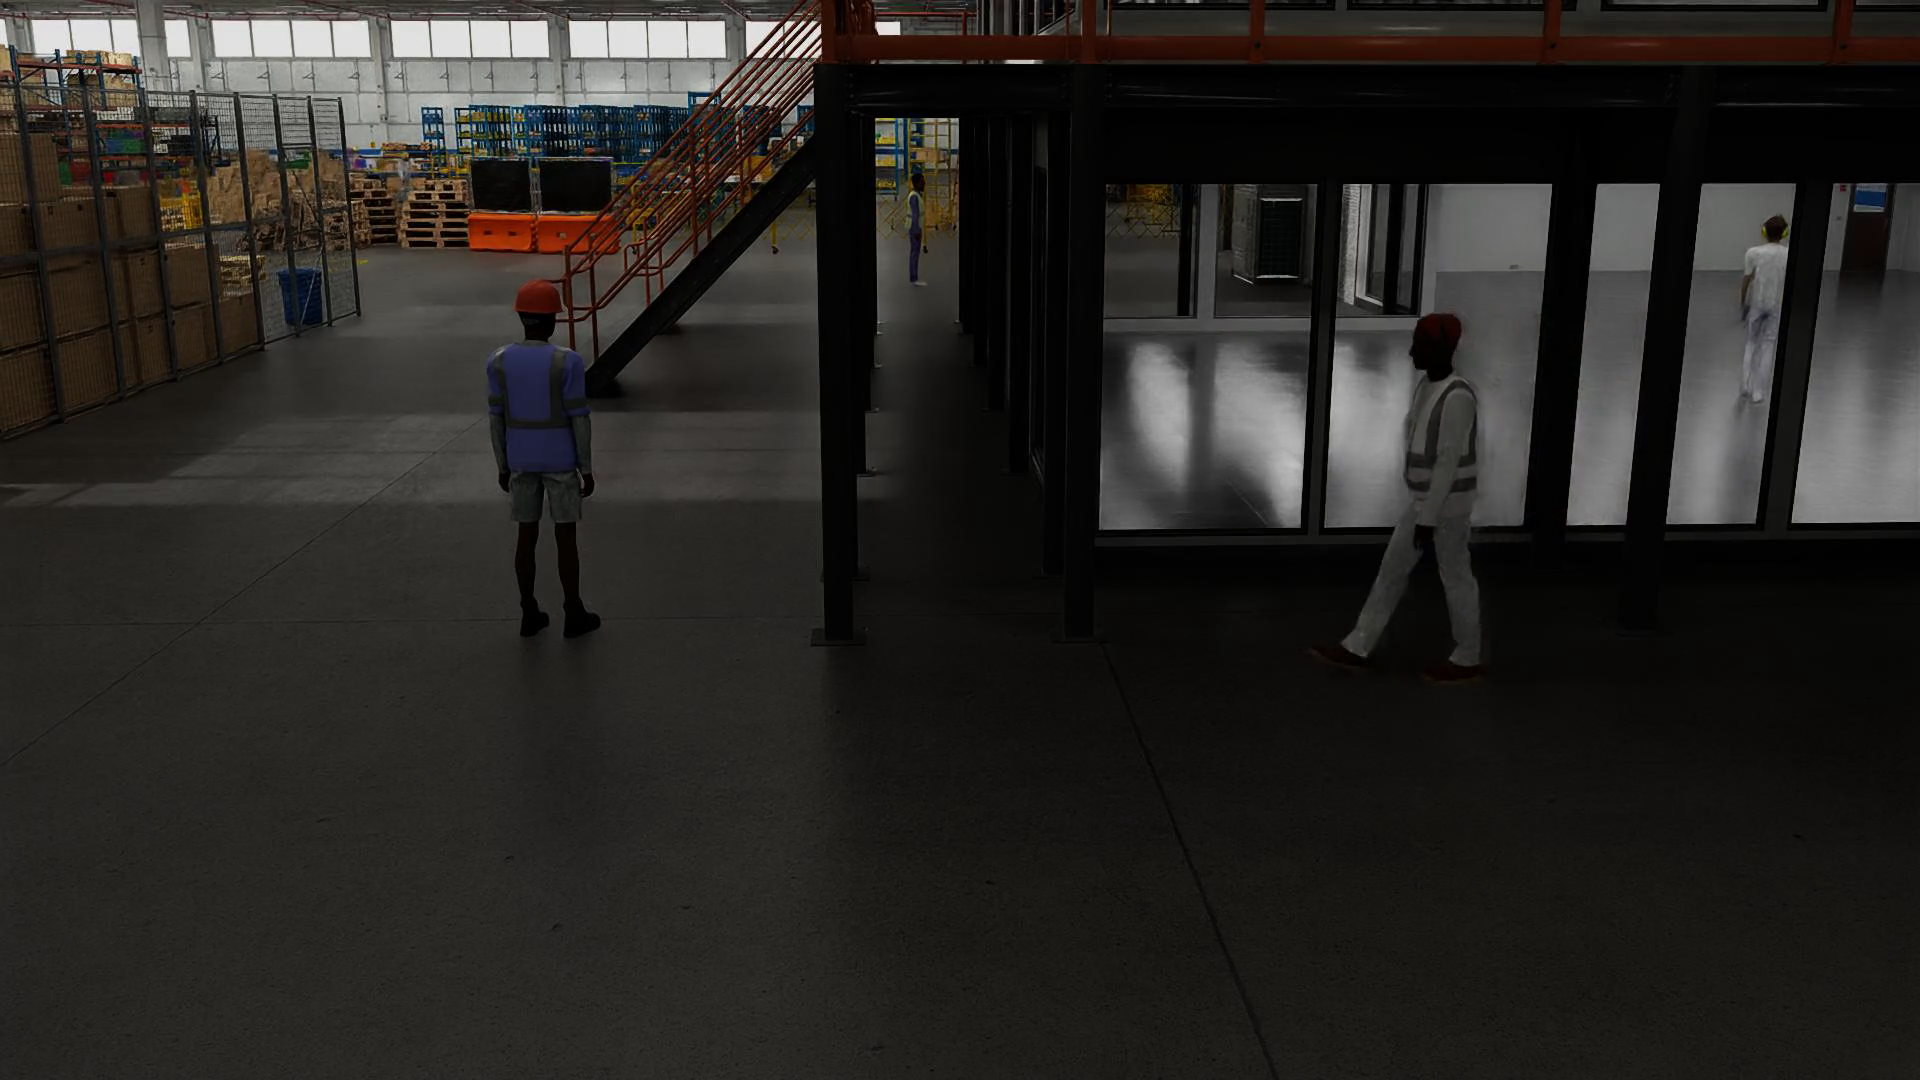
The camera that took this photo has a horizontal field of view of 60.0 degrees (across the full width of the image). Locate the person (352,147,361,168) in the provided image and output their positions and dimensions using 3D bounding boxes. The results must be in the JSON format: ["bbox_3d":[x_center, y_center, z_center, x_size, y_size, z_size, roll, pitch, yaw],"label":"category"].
[{"bbox_3d":[-26.738,-16.561,73.793,0.368,1.751,0.557,2,14,9],"label":"person"}]

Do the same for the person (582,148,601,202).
[{"bbox_3d":[-11.581,-11.368,52.600,1.063,1.996,0.612,6,15,22],"label":"person"}]

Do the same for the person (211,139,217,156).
[{"bbox_3d":[-40.344,-20.707,89.999,0.398,1.941,0.604,-9,17,-32],"label":"person"}]

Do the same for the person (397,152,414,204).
[{"bbox_3d":[-19.352,-12.654,58.143,0.945,1.778,0.608,8,16,30],"label":"person"}]

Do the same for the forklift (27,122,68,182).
[{"bbox_3d":[-35.376,-14.773,64.377,1.129,2.768,1.873,-1,14,-2],"label":"forklift"}]

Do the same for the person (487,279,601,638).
[{"bbox_3d":[-2.236,-0.433,8.975,0.552,1.935,0.373,2,14,8],"label":"person"}]

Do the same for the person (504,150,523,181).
[{"bbox_3d":[-14.985,-12.120,55.803,0.652,1.878,0.681,0,14,-2],"label":"person"}]

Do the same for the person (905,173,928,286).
[{"bbox_3d":[-0.755,-5.328,28.579,0.392,1.920,0.593,0,14,-1],"label":"person"}]

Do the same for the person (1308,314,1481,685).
[{"bbox_3d":[2.186,-0.169,8.099,0.924,1.843,0.611,-1,14,-4],"label":"person"}]

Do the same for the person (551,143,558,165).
[{"bbox_3d":[-20.738,-19.348,84.840,0.597,1.816,0.598,-1,14,-5],"label":"person"}]

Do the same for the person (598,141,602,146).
[{"bbox_3d":[-18.030,-19.077,83.377,0.395,1.993,0.616,10,17,35],"label":"person"}]
